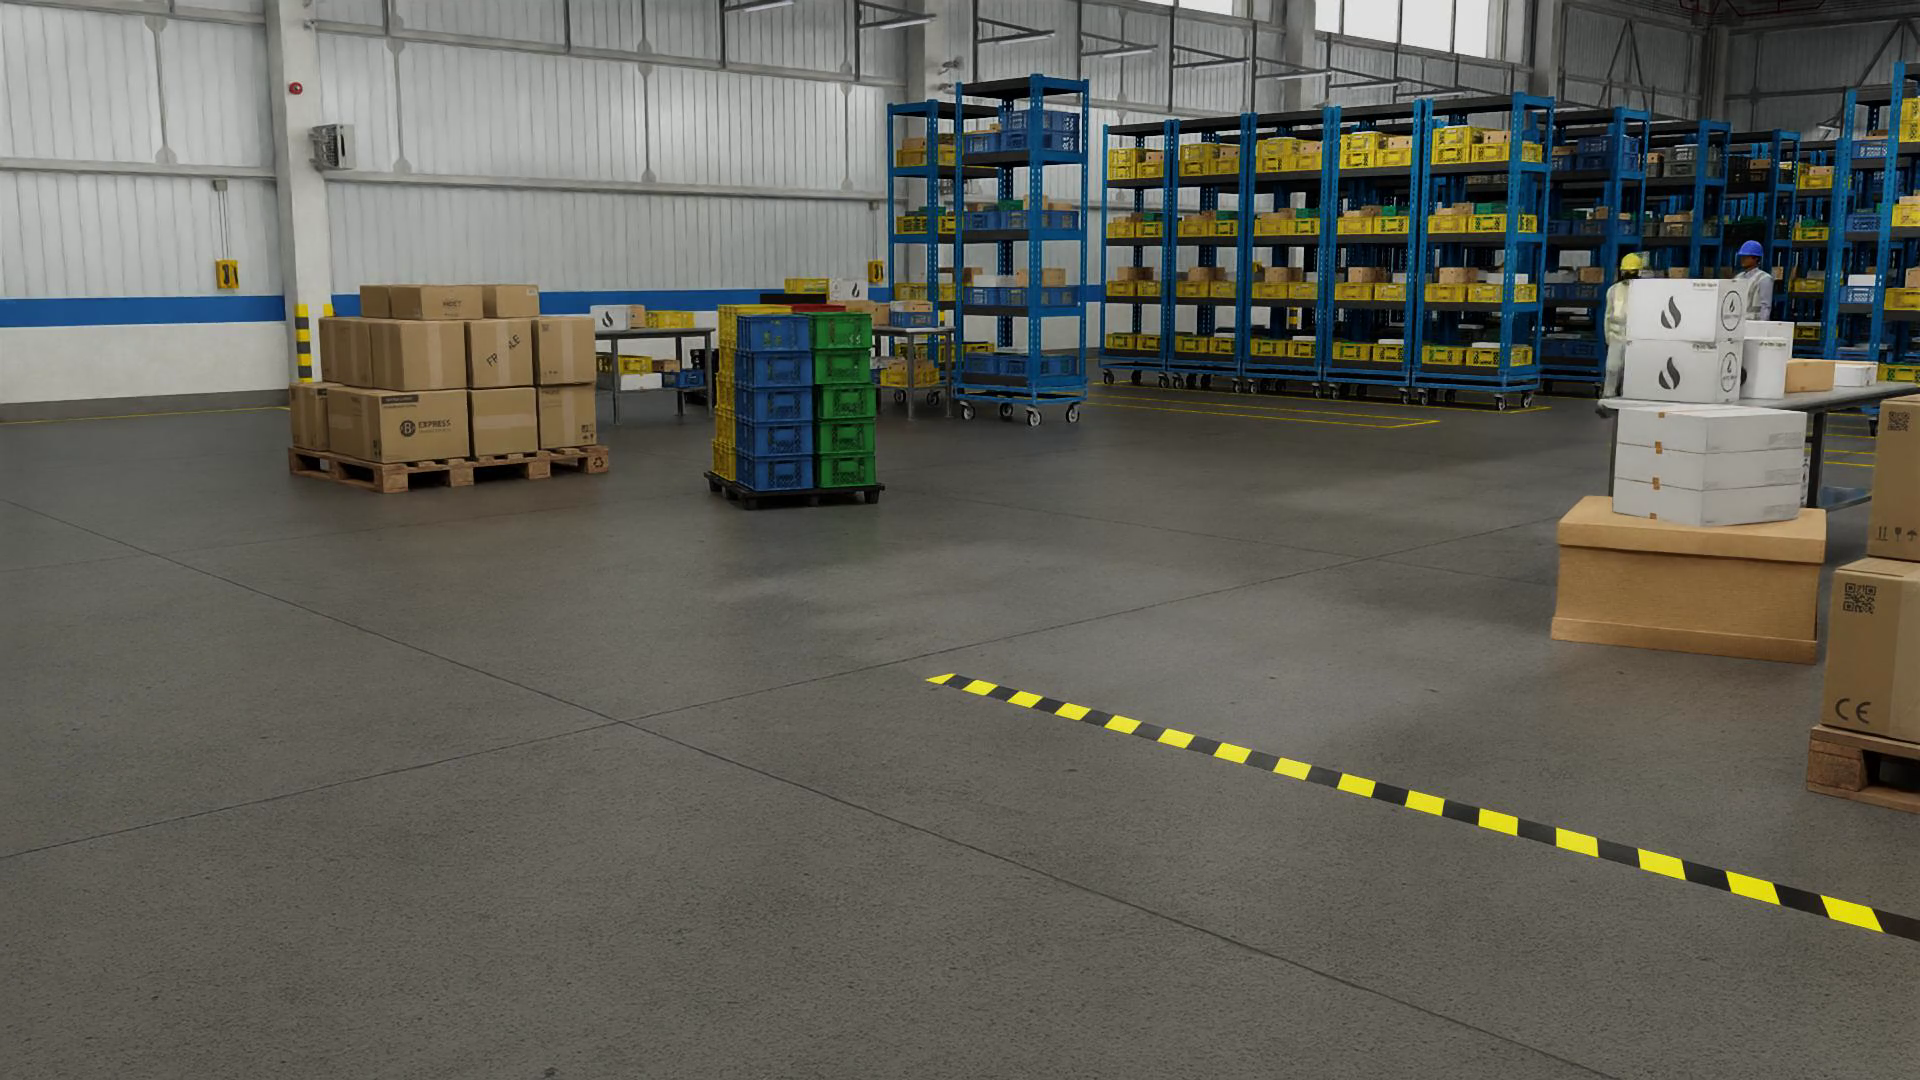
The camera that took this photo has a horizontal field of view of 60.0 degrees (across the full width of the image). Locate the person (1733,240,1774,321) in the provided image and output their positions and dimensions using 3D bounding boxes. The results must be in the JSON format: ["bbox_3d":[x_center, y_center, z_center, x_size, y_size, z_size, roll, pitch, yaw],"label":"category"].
[{"bbox_3d":[8.772,-2.354,18.555,0.379,1.950,0.609,-2,10,-14],"label":"person"}]

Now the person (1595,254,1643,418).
[{"bbox_3d":[7.295,-2.212,18.190,0.595,1.788,0.903,7,12,35],"label":"person"}]
